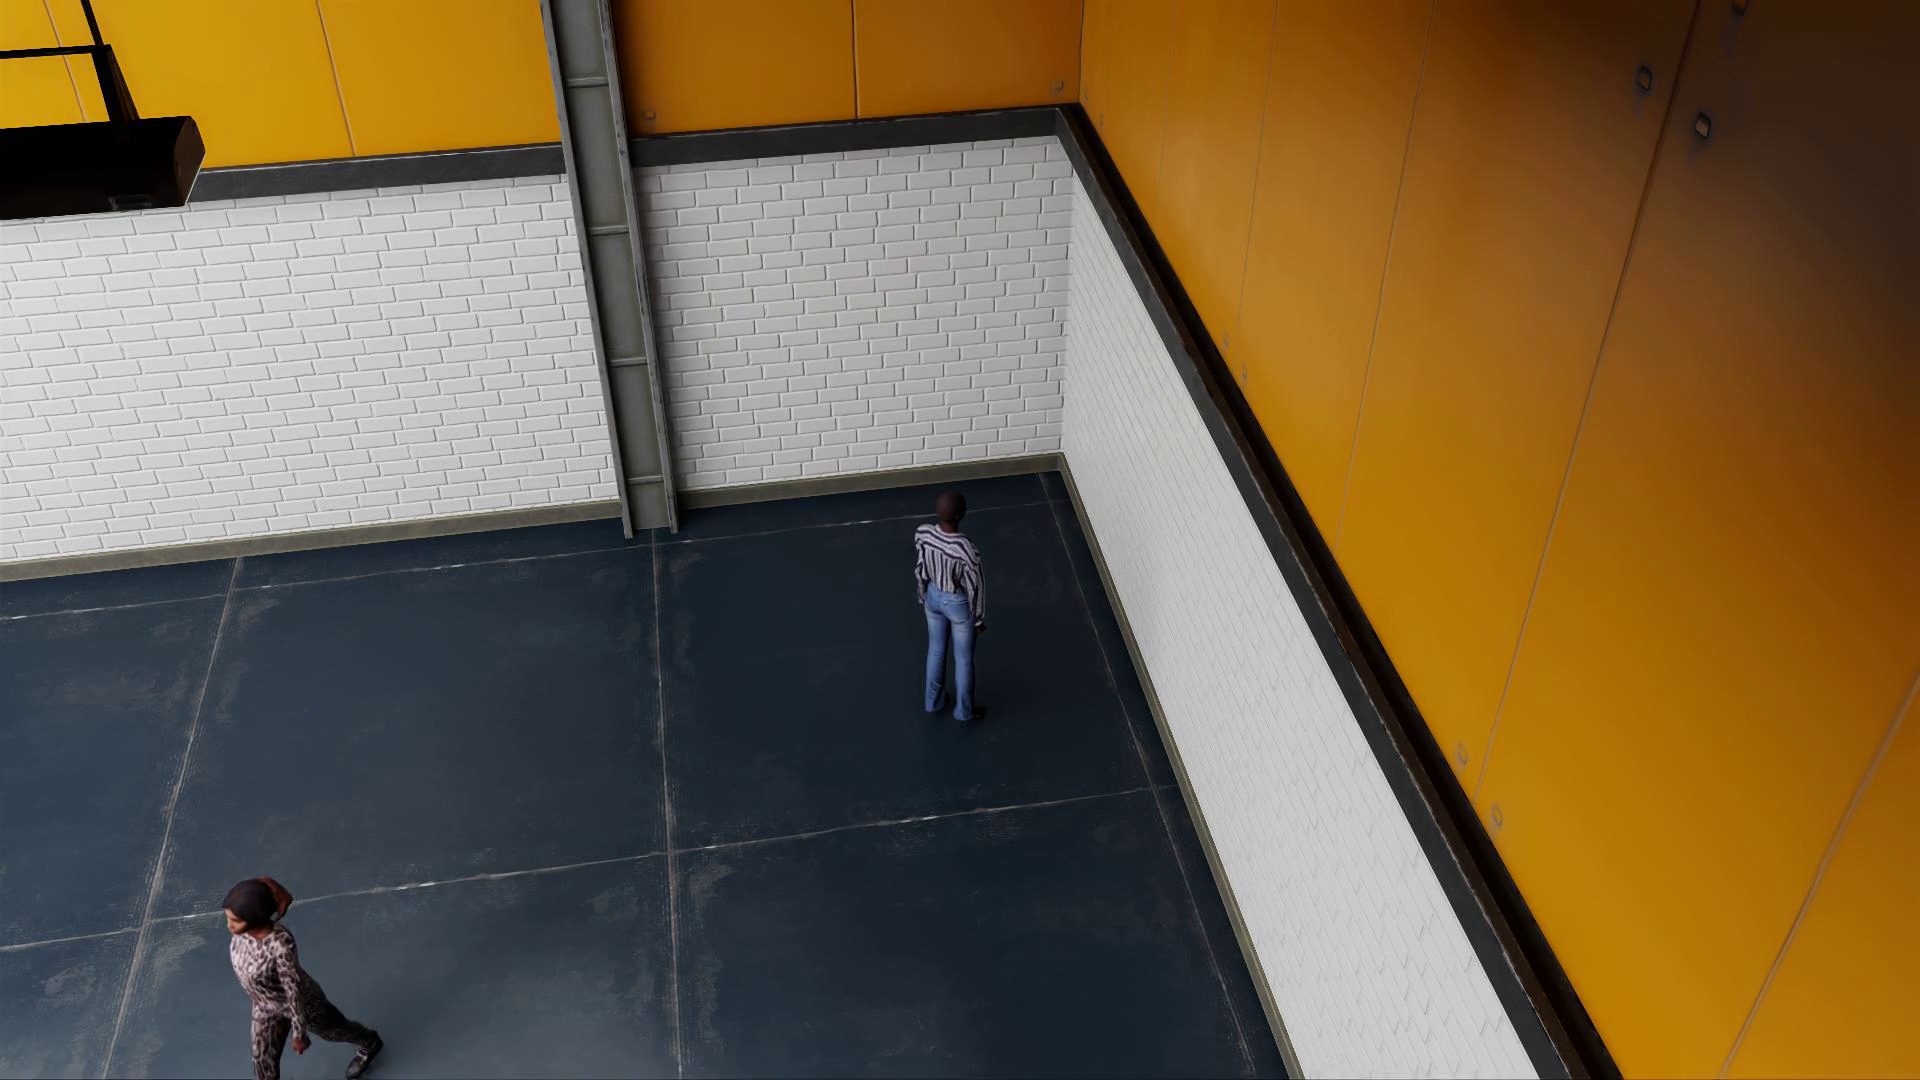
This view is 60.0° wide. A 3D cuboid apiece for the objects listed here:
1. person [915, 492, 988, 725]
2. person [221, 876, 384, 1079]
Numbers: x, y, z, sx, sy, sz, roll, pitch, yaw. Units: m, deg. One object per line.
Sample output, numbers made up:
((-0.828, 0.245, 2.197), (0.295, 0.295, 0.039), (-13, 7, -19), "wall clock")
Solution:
((-0.054, 0.433, 10.361), (0.684, 1.796, 0.750), (23, 44, 26), "person")
((-3.224, 2.243, 8.200), (1.100, 1.666, 1.115), (21, 43, 24), "person")
